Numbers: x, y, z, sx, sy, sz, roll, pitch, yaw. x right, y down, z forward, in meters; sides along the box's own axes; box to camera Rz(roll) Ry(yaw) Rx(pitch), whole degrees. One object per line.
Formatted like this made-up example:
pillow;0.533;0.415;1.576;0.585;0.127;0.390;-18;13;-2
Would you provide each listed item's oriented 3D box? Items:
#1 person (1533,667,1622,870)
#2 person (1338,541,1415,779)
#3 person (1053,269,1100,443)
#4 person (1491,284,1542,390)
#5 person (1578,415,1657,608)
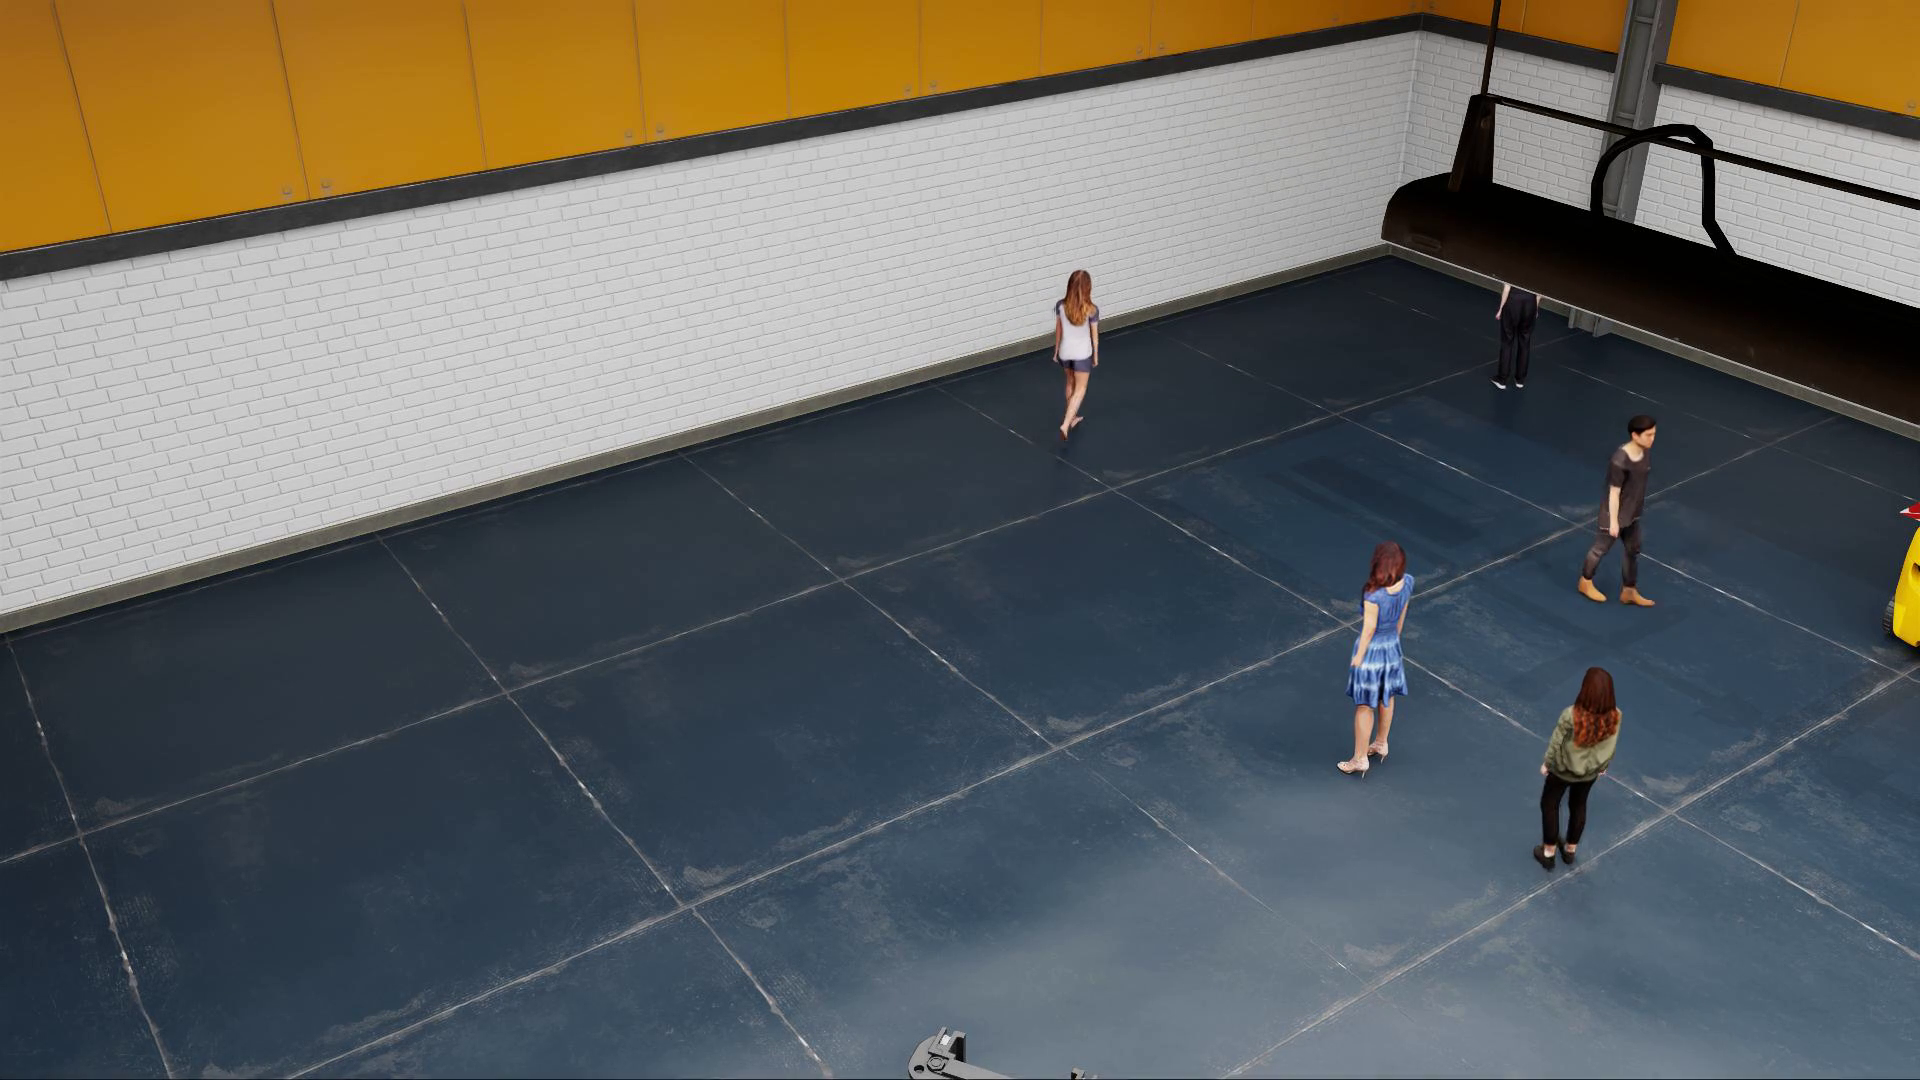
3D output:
person;3.929;1.468;10.621;0.681;1.473;0.686;-3;29;-5
person;2.865;0.817;11.468;0.688;1.805;0.597;-23;36;-36
person;1.105;-1.783;16.335;1.040;1.708;0.966;13;31;23
person;5.895;-2.448;17.517;0.666;1.743;0.678;-1;29;-2
person;5.332;-0.277;13.587;0.629;1.696;0.823;-19;34;-31
